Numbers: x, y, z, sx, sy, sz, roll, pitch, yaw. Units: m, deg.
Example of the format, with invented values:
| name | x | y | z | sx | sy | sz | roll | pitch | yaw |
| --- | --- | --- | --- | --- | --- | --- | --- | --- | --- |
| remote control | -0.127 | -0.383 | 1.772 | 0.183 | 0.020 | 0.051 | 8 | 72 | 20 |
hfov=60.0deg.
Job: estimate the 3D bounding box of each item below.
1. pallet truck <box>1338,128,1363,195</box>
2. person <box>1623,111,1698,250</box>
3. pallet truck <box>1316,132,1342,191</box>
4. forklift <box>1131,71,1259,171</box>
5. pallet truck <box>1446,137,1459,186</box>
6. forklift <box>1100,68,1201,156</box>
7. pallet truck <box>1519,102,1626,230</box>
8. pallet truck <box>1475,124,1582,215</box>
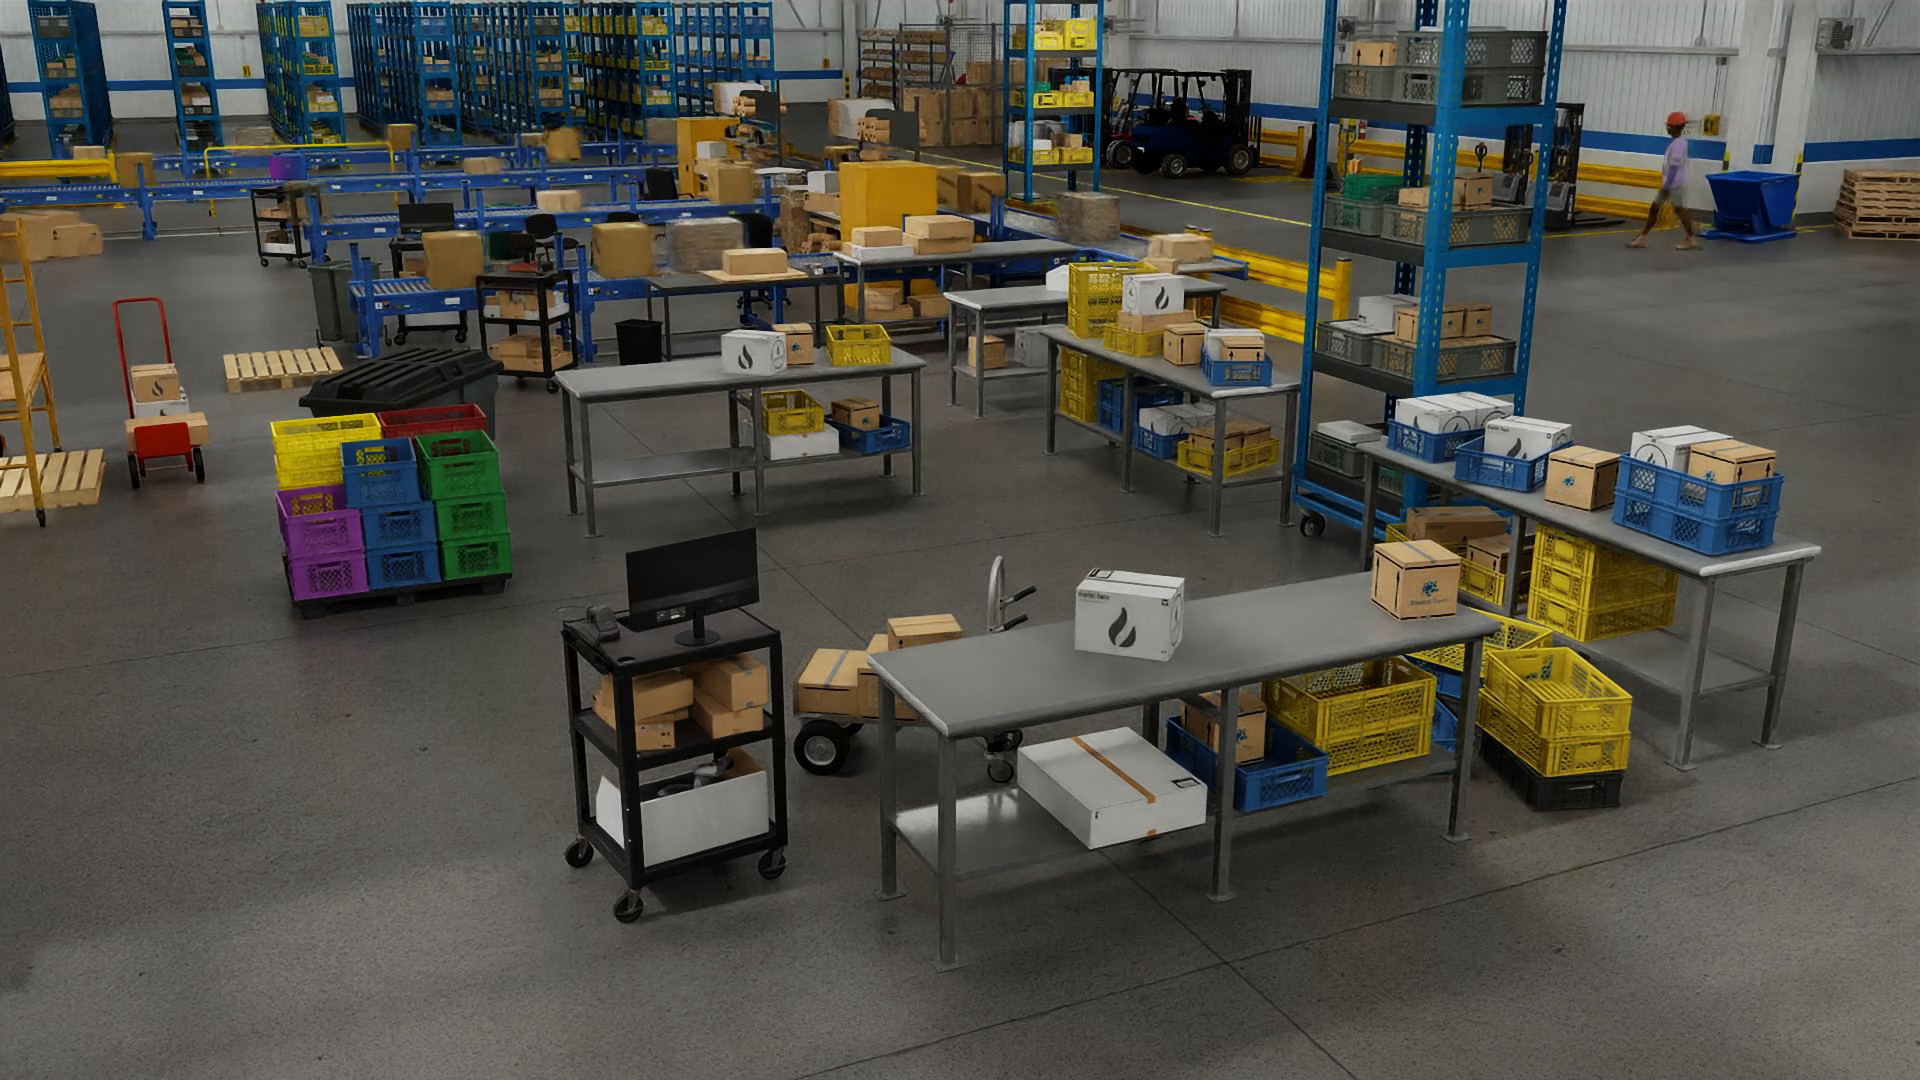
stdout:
| name | x | y | z | sx | sy | sz | roll | pitch | yaw |
| --- | --- | --- | --- | --- | --- | --- | --- | --- | --- |
| pallet truck | 7.845 | -7.140 | 31.411 | 1.522 | 1.261 | 0.704 | -9 | 20 | -25 |
| person | 10.371 | -5.220 | 24.234 | 1.032 | 1.994 | 0.623 | 4 | 18 | 14 |
| pallet truck | 7.723 | -7.504 | 32.656 | 1.601 | 1.201 | 0.680 | -8 | 19 | -23 |
| forklift | 4.998 | -8.936 | 35.413 | 2.680 | 1.987 | 1.157 | -9 | 20 | -25 |
| pallet truck | 9.184 | -6.485 | 29.328 | 1.630 | 1.274 | 0.653 | -8 | 19 | -23 |
| forklift | 4.082 | -9.564 | 37.410 | 2.680 | 1.987 | 1.157 | -8 | 19 | -23 |
| pallet truck | 9.972 | -6.037 | 26.785 | 1.885 | 1.965 | 0.823 | -9 | 20 | -25 |
| pallet truck | 9.707 | -6.455 | 28.103 | 1.885 | 1.965 | 0.823 | -7 | 19 | -20 |
